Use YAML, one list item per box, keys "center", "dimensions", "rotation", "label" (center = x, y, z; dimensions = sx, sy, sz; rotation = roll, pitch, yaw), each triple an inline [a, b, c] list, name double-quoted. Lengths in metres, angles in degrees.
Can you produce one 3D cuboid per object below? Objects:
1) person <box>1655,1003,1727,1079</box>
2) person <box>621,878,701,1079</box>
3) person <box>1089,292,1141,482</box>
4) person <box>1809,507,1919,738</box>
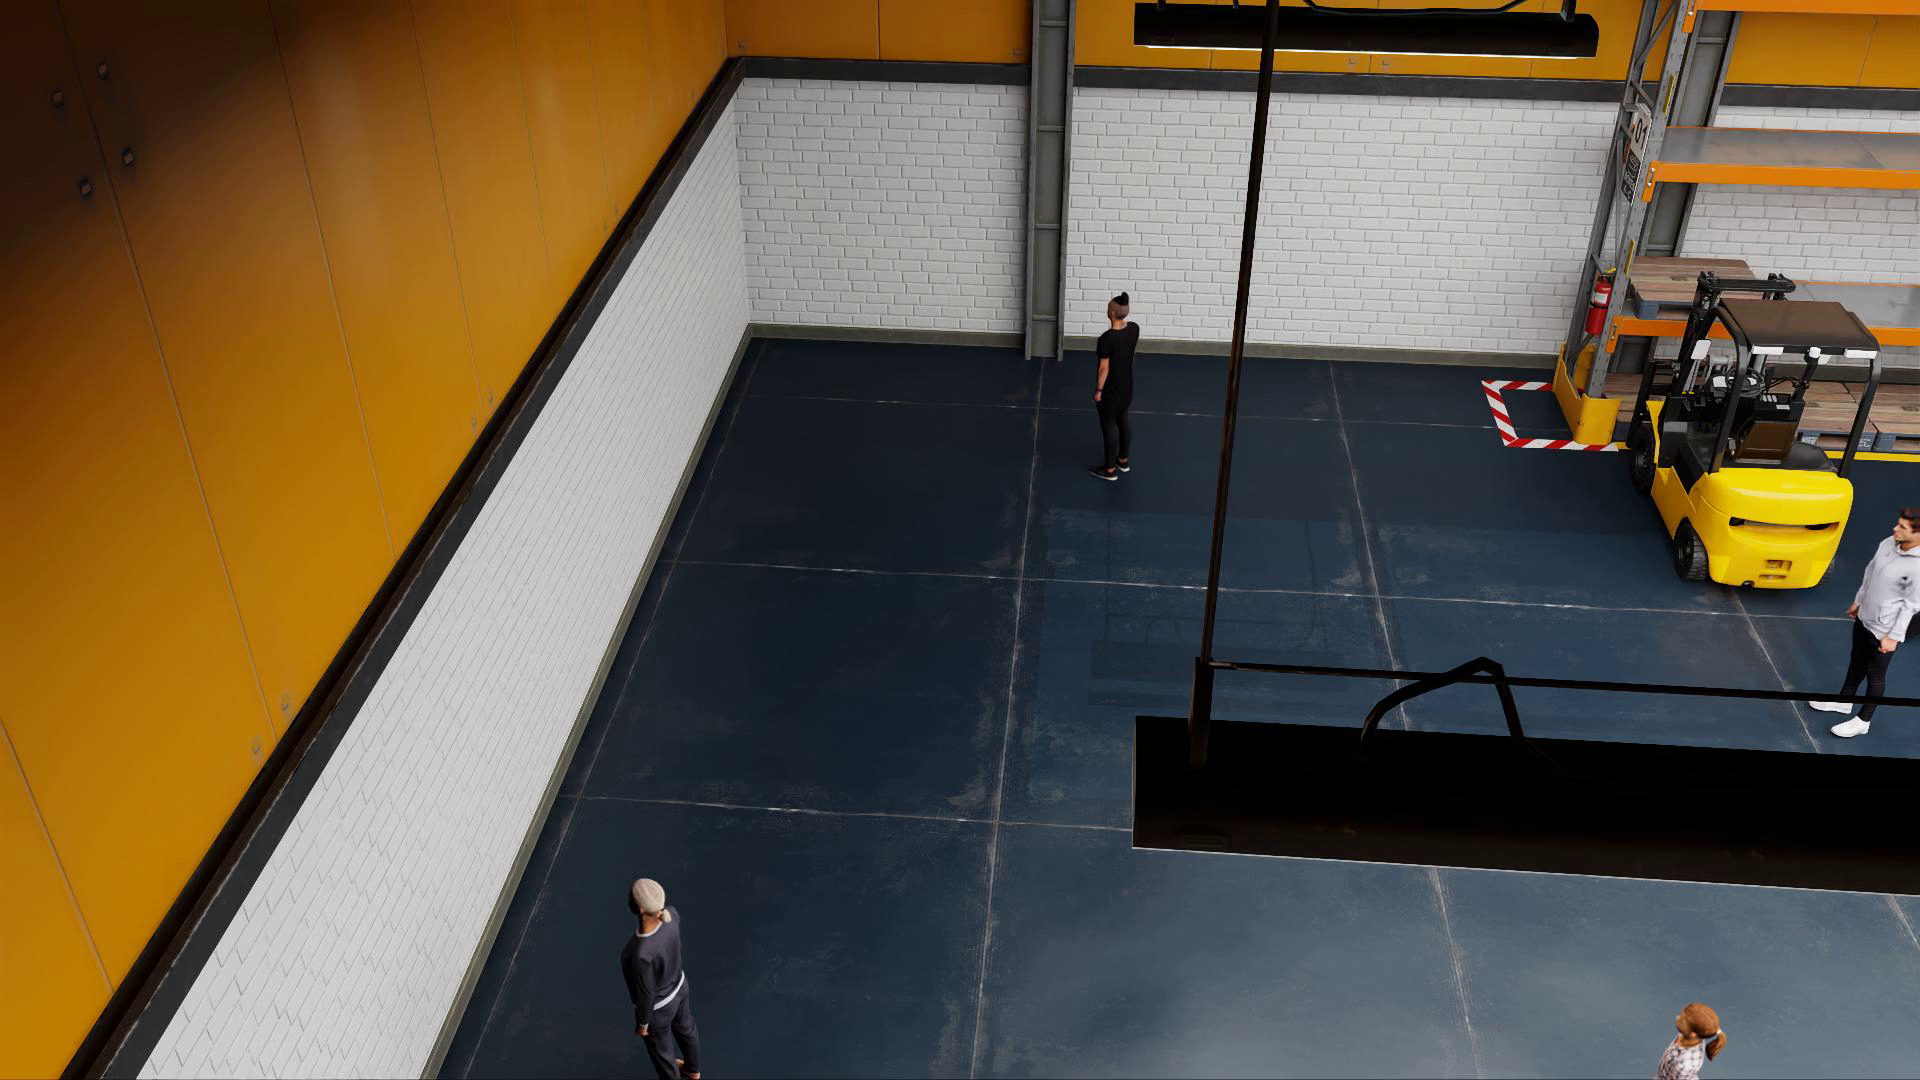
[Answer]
- center: [3.881, 2.978, 9.006]
  dimensions: [0.629, 1.311, 0.605]
  rotation: [19, 38, 26]
  label: "person"
- center: [-1.671, 2.530, 9.307]
  dimensions: [0.605, 1.725, 0.657]
  rotation: [11, 35, 16]
  label: "person"
- center: [1.413, -1.420, 15.123]
  dimensions: [0.799, 1.864, 0.769]
  rotation: [27, 42, 34]
  label: "person"
- center: [6.701, 0.577, 12.062]
  dimensions: [0.632, 1.929, 0.722]
  rotation: [-3, 34, -5]
  label: "person"
